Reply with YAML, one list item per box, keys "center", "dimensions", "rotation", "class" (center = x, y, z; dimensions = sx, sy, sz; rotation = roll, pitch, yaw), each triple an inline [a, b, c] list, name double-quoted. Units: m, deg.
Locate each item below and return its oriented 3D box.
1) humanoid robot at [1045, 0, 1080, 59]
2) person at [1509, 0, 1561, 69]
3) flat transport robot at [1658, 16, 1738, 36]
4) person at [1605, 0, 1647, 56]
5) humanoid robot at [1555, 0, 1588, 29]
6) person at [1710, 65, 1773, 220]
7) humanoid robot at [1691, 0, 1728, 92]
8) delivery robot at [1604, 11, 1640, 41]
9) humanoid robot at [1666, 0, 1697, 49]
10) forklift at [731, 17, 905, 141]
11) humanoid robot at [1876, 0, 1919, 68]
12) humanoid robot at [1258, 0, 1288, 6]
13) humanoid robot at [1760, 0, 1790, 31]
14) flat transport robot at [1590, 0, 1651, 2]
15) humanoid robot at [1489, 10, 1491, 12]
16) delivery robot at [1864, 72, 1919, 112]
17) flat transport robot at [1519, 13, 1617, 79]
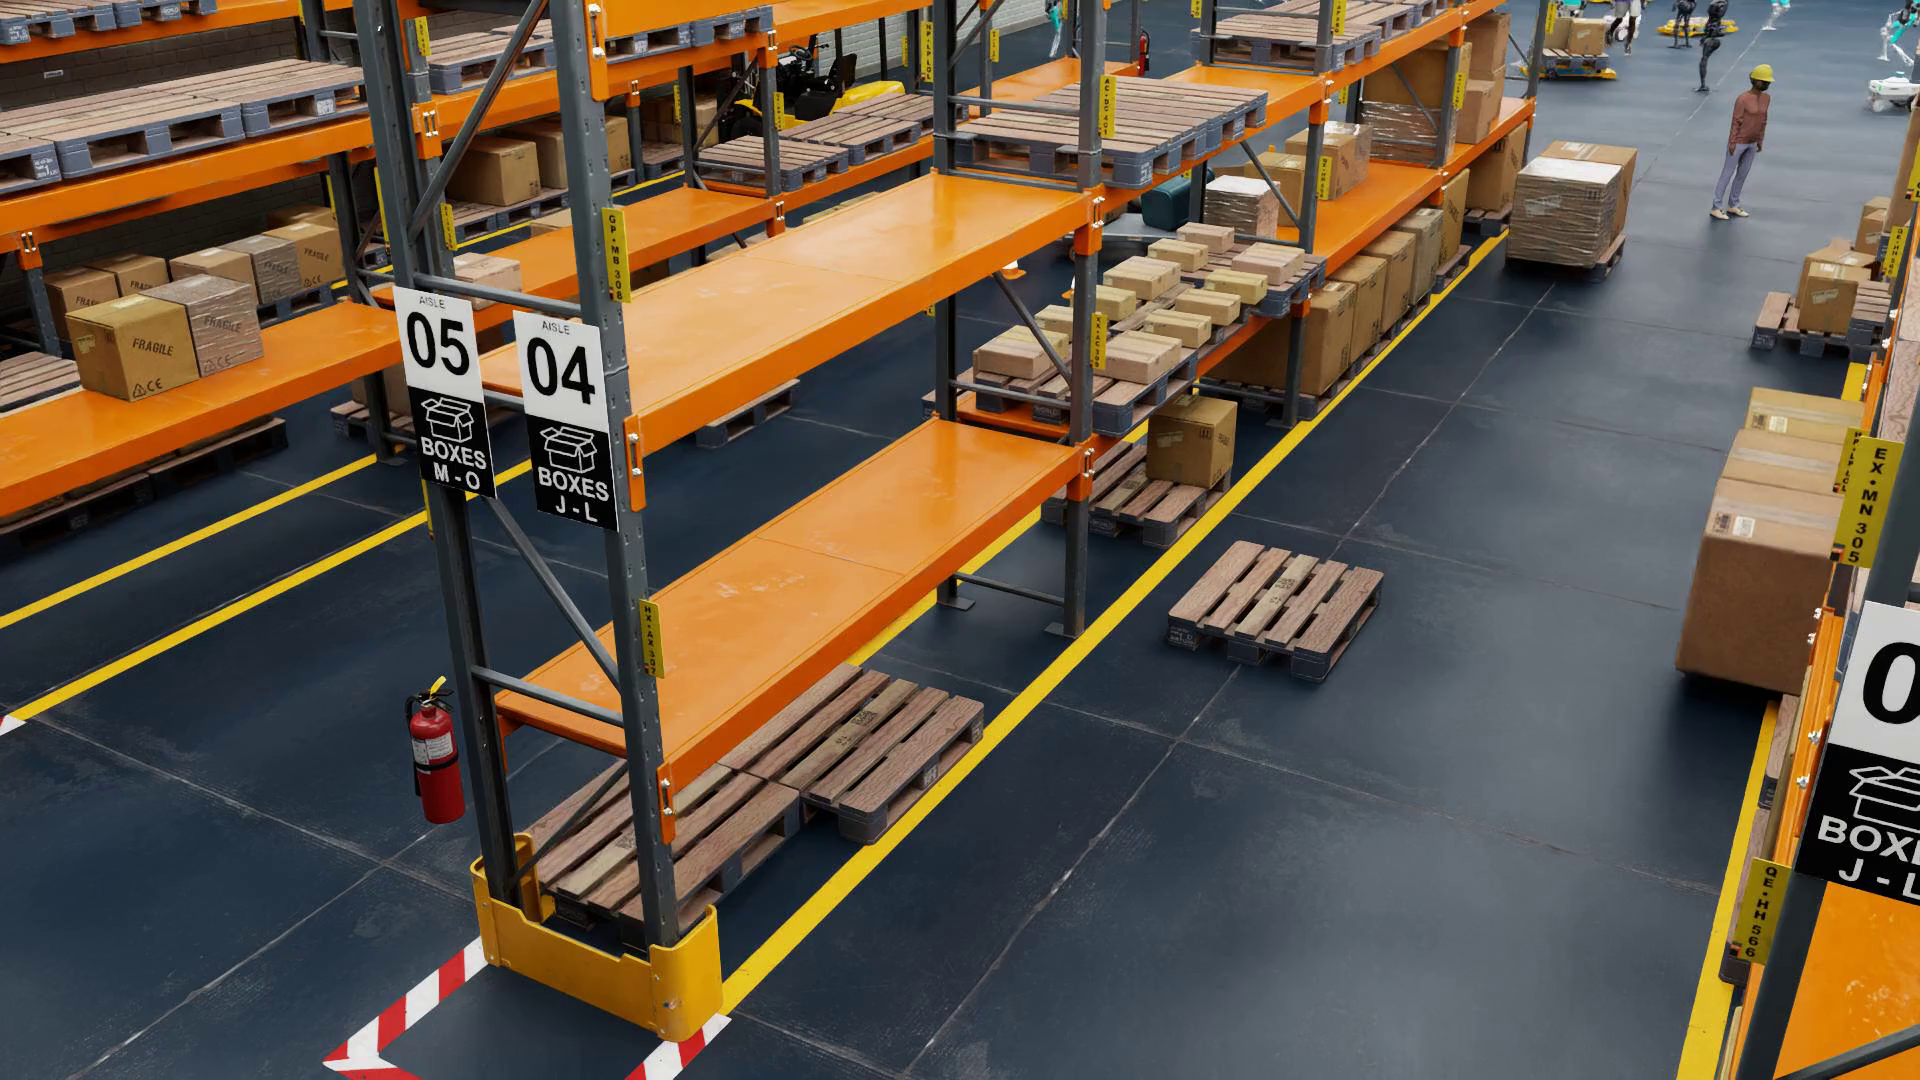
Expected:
- center: [1.798, -9.176, 28.714]
  dimensions: [0.536, 1.725, 1.014]
  rotation: [15, 30, 29]
  class: "humanoid robot"
- center: [9.781, -8.770, 27.738]
  dimensions: [0.918, 1.863, 0.666]
  rotation: [-1, 26, -3]
  class: "person"
- center: [14.042, -9.759, 31.620]
  dimensions: [1.431, 0.231, 0.659]
  rotation: [-13, 28, -24]
  class: "flat transport robot"
- center: [11.808, -9.593, 29.384]
  dimensions: [0.620, 1.930, 0.859]
  rotation: [3, 26, 7]
  class: "person"
- center: [10.015, -8.616, 27.611]
  dimensions: [0.534, 1.825, 0.760]
  rotation: [-3, 26, -5]
  class: "humanoid robot"
- center: [9.043, -4.571, 19.127]
  dimensions: [0.519, 1.758, 0.341]
  rotation: [-12, 28, -23]
  class: "person"
- center: [11.797, -7.925, 26.171]
  dimensions: [0.383, 1.650, 0.588]
  rotation: [3, 26, 6]
  class: "humanoid robot"
- center: [12.289, -9.586, 30.950]
  dimensions: [0.814, 0.611, 0.499]
  rotation: [-16, 30, -29]
  class: "delivery robot"
- center: [13.056, -9.681, 29.842]
  dimensions: [0.590, 1.638, 0.369]
  rotation: [-20, 32, -35]
  class: "humanoid robot"
- center: [-1.819, -5.975, 21.543]
  dimensions: [2.313, 2.155, 1.214]
  rotation: [14, 29, 26]
  class: "forklift"
- center: [15.844, -8.810, 27.991]
  dimensions: [0.545, 1.752, 1.025]
  rotation: [-16, 30, -30]
  class: "humanoid robot"
- center: [6.506, -11.959, 34.559]
  dimensions: [0.997, 1.782, 0.531]
  rotation: [-6, 26, -13]
  class: "humanoid robot"
- center: [15.523, -10.476, 31.476]
  dimensions: [0.711, 1.839, 0.546]
  rotation: [8, 27, 17]
  class: "humanoid robot"
- center: [14.061, -11.637, 35.523]
  dimensions: [1.431, 0.231, 0.659]
  rotation: [-4, 26, -9]
  class: "flat transport robot"
- center: [7.343, -6.760, 23.773]
  dimensions: [0.407, 1.645, 0.609]
  rotation: [4, 26, 8]
  class: "humanoid robot"
- center: [14.061, -6.722, 24.966]
  dimensions: [0.773, 0.582, 0.499]
  rotation: [0, 26, 0]
  class: "delivery robot"
- center: [10.072, -7.816, 27.583]
  dimensions: [1.431, 0.231, 0.659]
  rotation: [2, 26, 5]
  class: "flat transport robot"
